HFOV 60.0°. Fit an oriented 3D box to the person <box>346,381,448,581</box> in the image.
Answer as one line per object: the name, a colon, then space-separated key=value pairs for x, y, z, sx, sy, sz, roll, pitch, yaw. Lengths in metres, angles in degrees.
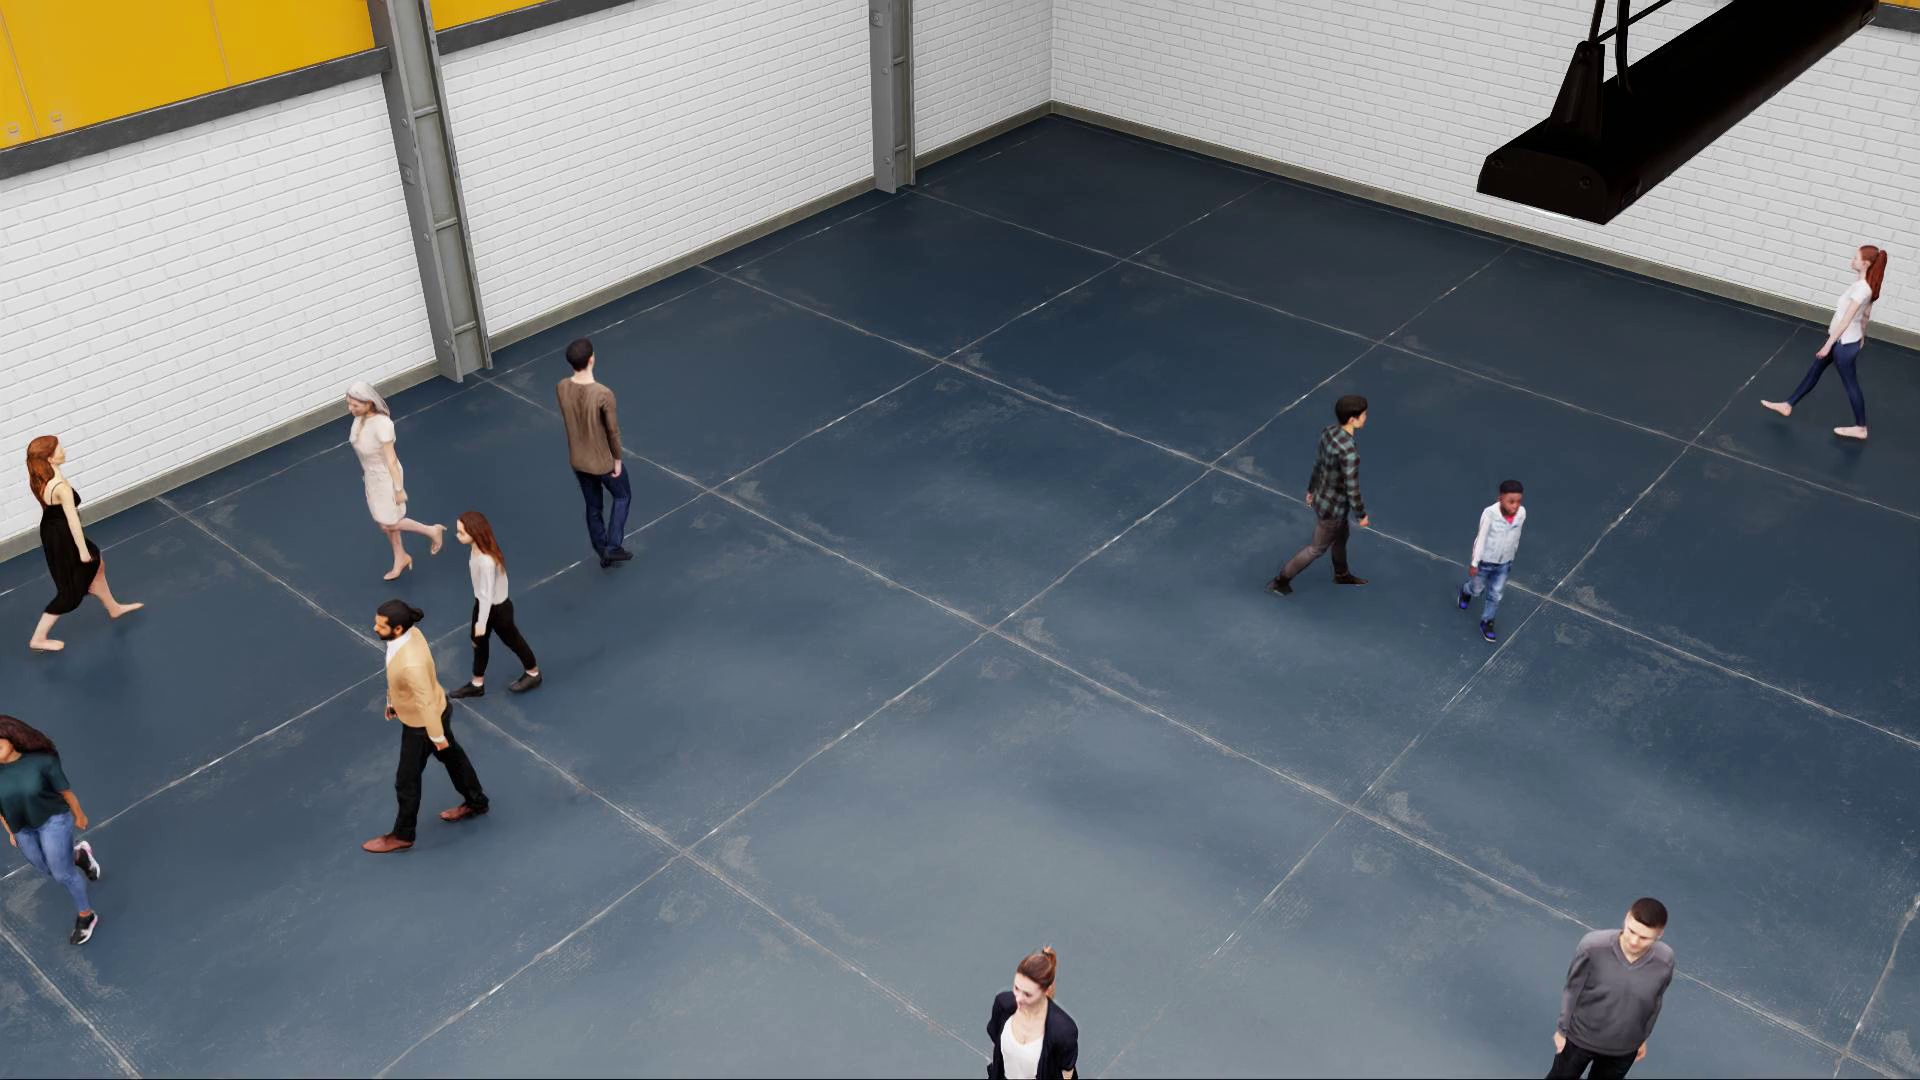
person: x=-4.155 y=-0.444 z=12.270 sx=0.833 sy=1.720 sz=0.697 roll=-22 pitch=40 yaw=-30

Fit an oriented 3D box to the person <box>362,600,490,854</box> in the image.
person: x=-3.144 y=1.059 z=10.005 sx=1.127 sy=1.724 sz=0.962 roll=-11 pitch=35 yaw=-16

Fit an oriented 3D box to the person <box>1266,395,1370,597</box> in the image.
person: x=2.650 y=-0.288 z=12.189 sx=1.109 sy=1.698 sz=1.103 roll=-1 pitch=34 yaw=-2

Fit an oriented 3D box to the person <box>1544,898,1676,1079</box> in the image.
person: x=3.096 y=2.362 z=8.012 sx=0.702 sy=1.761 sz=0.717 roll=4 pitch=34 yaw=6

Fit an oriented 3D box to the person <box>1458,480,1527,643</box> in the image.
person: x=3.800 y=0.087 z=11.895 sx=0.716 sy=1.250 sz=0.799 roll=0 pitch=34 yaw=0

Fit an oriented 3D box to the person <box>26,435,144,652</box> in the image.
person: x=-6.358 y=0.050 z=11.653 sx=1.057 sy=1.580 sz=0.671 roll=-28 pitch=43 yaw=-35

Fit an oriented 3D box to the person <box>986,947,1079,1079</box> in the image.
person: x=0.346 y=2.548 z=7.801 sx=0.650 sy=1.683 sz=0.585 roll=20 pitch=39 yaw=28

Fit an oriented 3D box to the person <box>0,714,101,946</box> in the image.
person: x=-5.168 y=1.546 z=9.392 sx=0.901 sy=1.591 sz=0.949 roll=-7 pitch=34 yaw=-11

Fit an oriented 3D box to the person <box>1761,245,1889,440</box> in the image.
person: x=7.584 y=-1.622 z=14.069 sx=0.681 sy=1.690 sz=1.069 roll=23 pitch=40 yaw=30

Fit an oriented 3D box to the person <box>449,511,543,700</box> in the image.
person: x=-3.062 y=0.428 z=11.195 sx=0.918 sy=1.457 sz=0.717 roll=-21 pitch=39 yaw=-28

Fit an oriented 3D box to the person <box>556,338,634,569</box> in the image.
person: x=-2.750 y=-0.577 z=12.331 sx=0.744 sy=1.873 sz=0.746 roll=10 pitch=35 yaw=15
